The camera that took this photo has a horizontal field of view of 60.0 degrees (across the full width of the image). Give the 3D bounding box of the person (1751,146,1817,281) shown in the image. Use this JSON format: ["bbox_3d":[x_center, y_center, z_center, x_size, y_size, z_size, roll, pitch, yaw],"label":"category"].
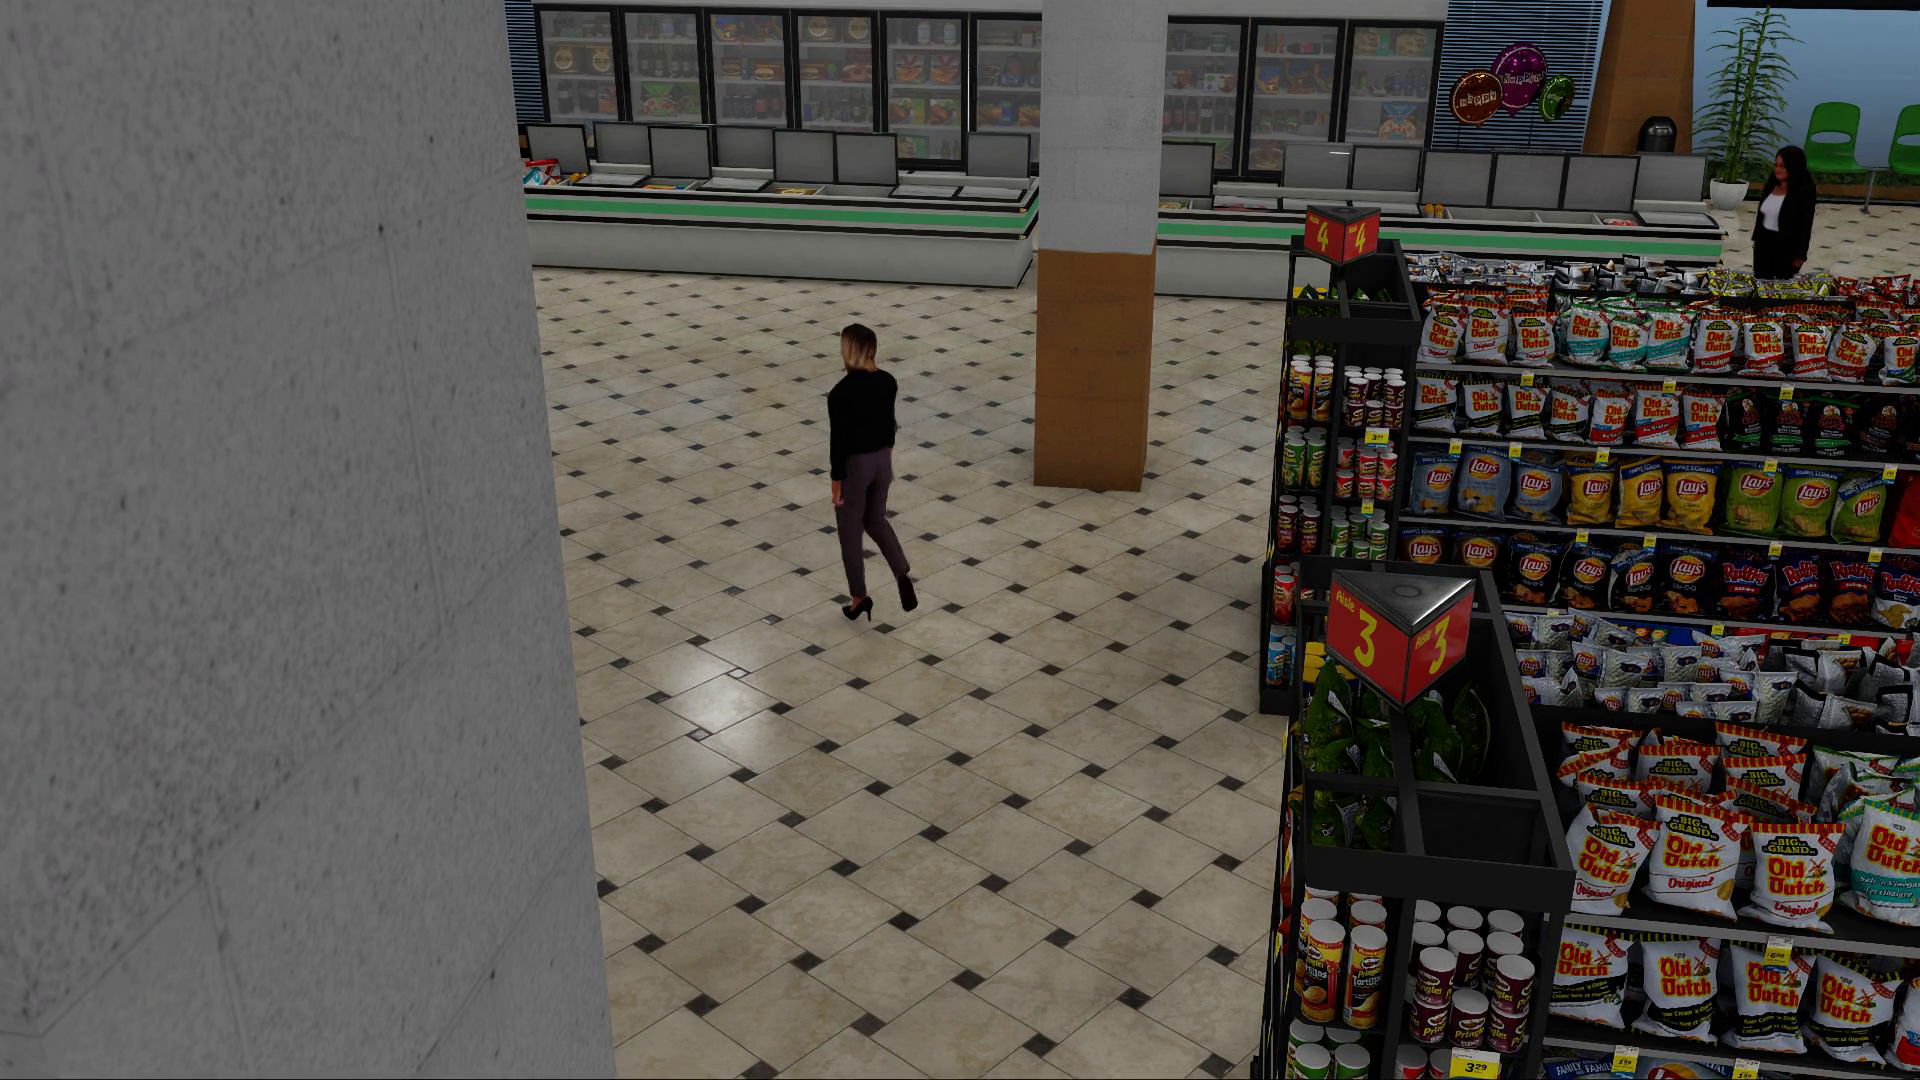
[{"bbox_3d":[6.681,-2.374,13.450,1.028,1.594,0.957,-14,27,-30],"label":"person"}]

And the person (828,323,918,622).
[{"bbox_3d":[-0.442,-0.295,8.615,0.879,1.662,0.801,21,31,40],"label":"person"}]
